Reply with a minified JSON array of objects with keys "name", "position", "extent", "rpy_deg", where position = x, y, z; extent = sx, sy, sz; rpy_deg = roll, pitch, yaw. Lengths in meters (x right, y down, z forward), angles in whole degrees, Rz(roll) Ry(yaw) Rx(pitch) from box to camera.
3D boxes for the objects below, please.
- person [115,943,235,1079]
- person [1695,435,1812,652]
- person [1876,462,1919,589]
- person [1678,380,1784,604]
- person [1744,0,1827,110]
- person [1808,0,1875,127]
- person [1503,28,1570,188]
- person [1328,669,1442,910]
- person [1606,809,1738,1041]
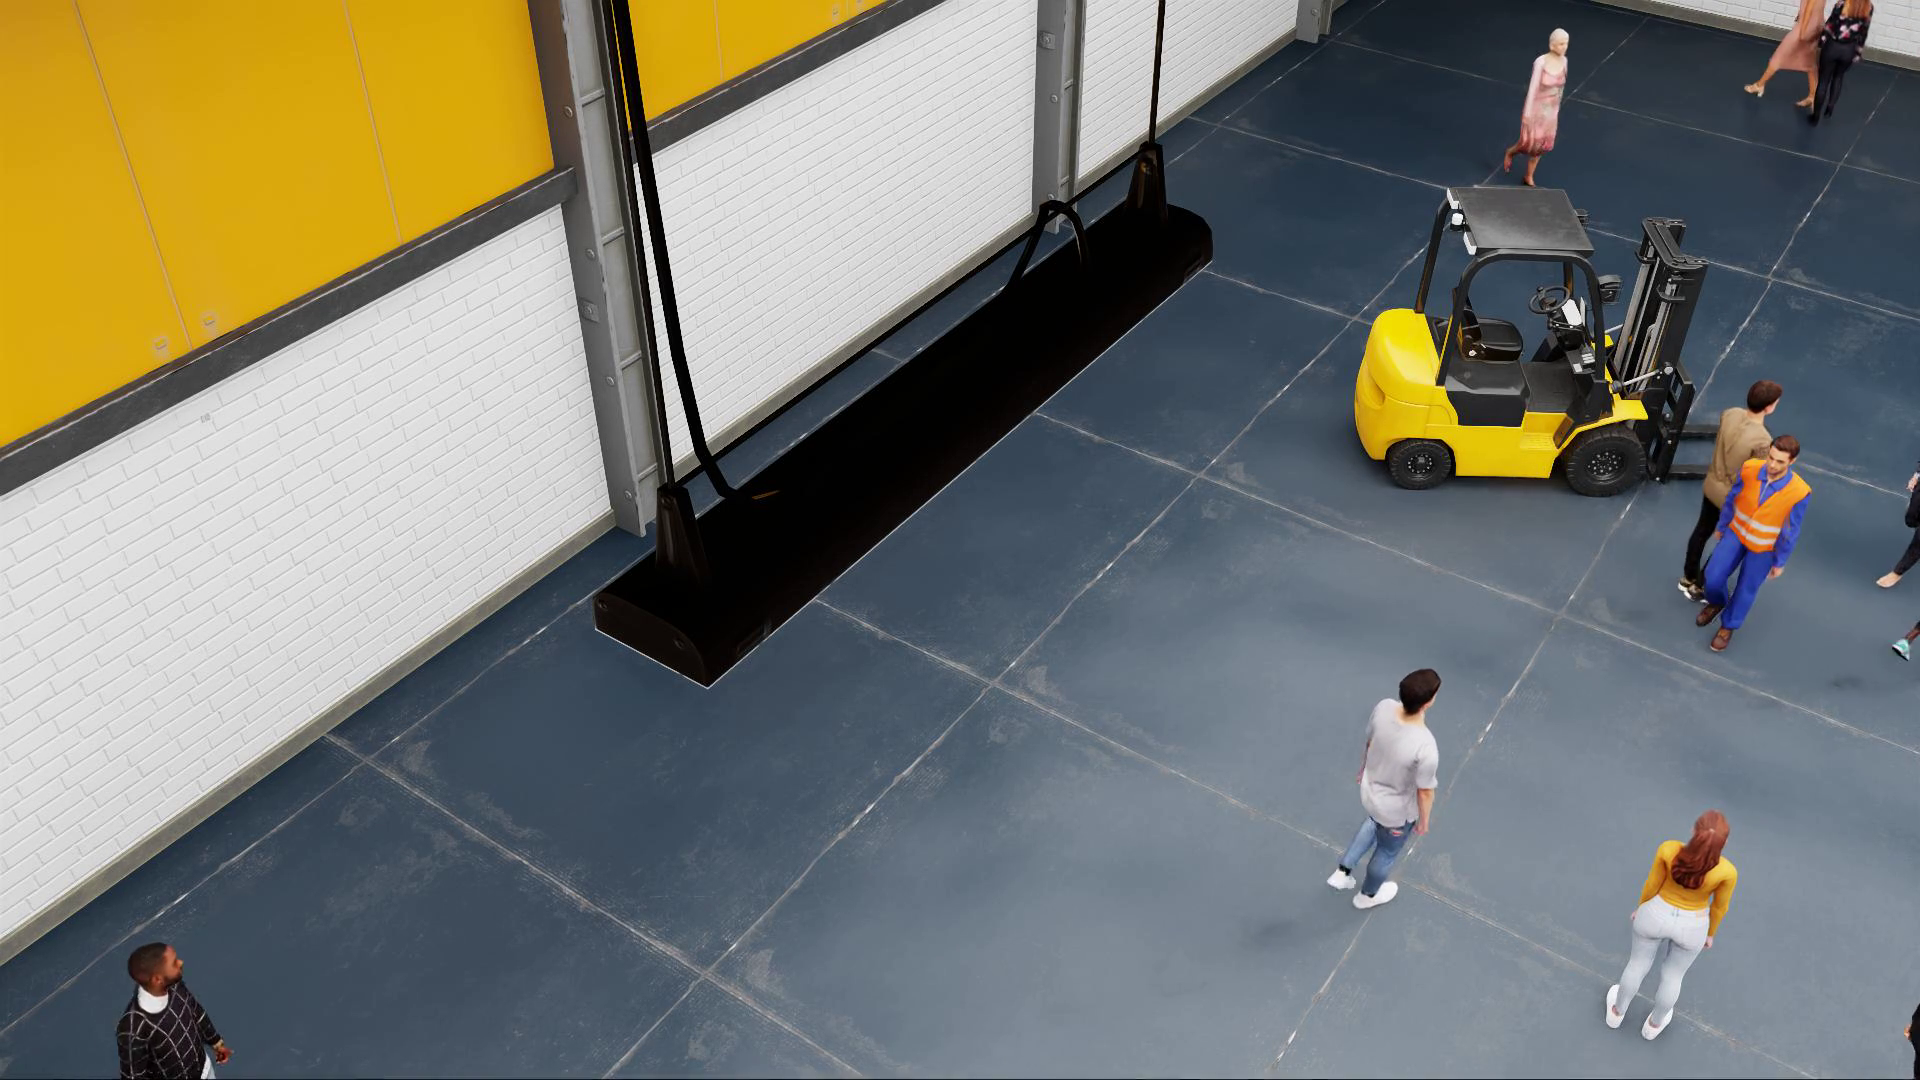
[{"name":"person","position":[-3.896,2.671,8.121],"extent":[0.983,1.780,0.845],"rpy_deg":[11,40,13]},{"name":"person","position":[5.488,-0.018,11.436],"extent":[0.719,1.844,0.738],"rpy_deg":[29,47,31]},{"name":"person","position":[7.178,-0.417,12.050],"extent":[1.044,1.703,0.870],"rpy_deg":[-19,42,-22]},{"name":"person","position":[5.410,-0.339,11.837],"extent":[0.846,1.847,0.811],"rpy_deg":[-12,40,-14]},{"name":"person","position":[9.549,-5.680,18.569],"extent":[1.046,1.792,0.843],"rpy_deg":[-28,46,-30]},{"name":"person","position":[9.661,-5.338,18.239],"extent":[0.684,1.669,0.709],"rpy_deg":[6,39,7]},{"name":"person","position":[5.925,-4.451,17.118],"extent":[0.831,1.681,0.864],"rpy_deg":[-14,41,-17]},{"name":"person","position":[2.408,1.475,9.536],"extent":[0.884,1.883,0.844],"rpy_deg":[-18,42,-21]},{"name":"person","position":[3.821,2.058,8.913],"extent":[0.598,1.750,0.608],"rpy_deg":[19,42,22]}]
